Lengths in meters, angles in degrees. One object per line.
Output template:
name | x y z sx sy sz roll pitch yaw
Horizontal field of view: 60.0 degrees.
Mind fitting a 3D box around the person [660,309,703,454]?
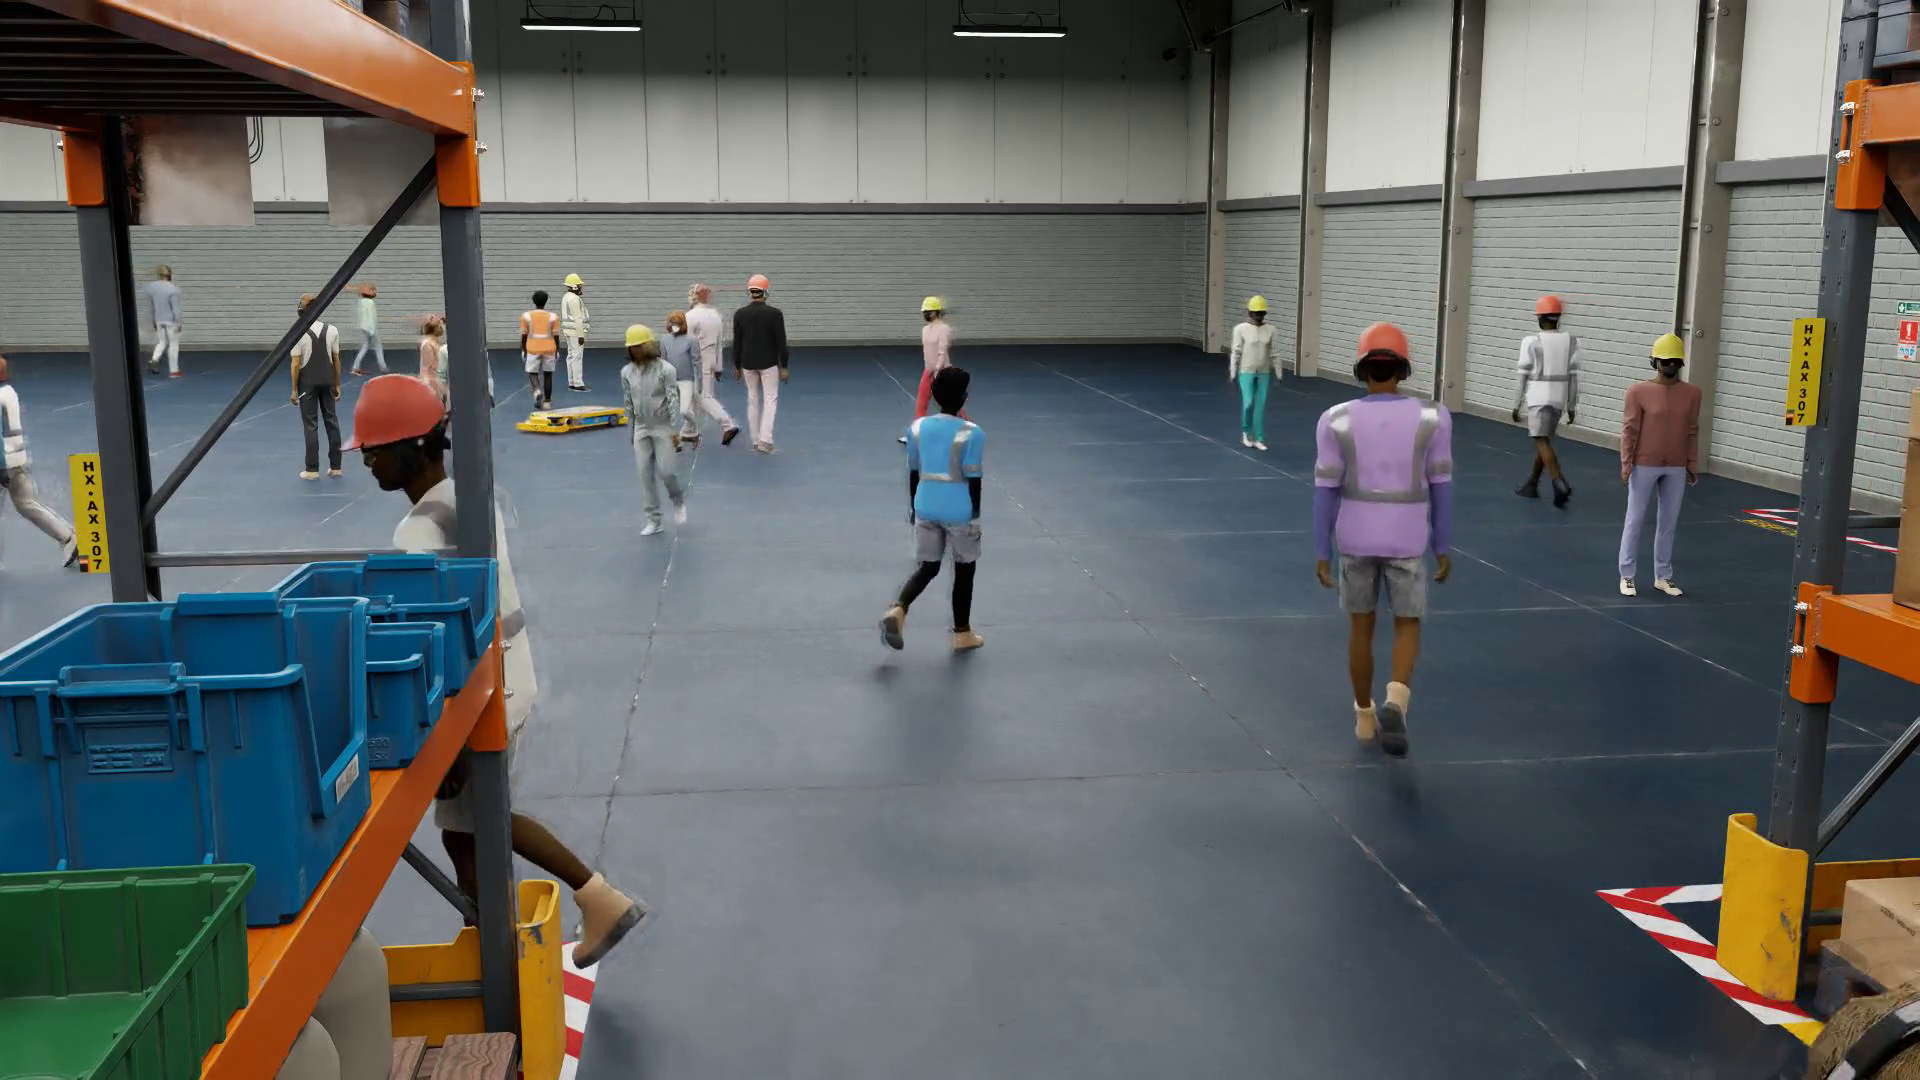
person | -3.081 -1.747 18.385 0.538 1.617 0.380 5 11 23

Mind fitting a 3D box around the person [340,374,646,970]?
person | -1.430 0.502 5.003 0.729 2.013 0.625 0 10 -2

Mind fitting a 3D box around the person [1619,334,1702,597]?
person | 4.687 -0.493 11.132 0.534 1.767 0.314 -1 10 -3

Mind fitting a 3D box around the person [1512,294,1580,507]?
person | 5.321 -1.261 15.015 0.552 1.899 0.973 -2 10 -9

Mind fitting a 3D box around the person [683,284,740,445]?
person | -2.981 -2.042 19.346 0.942 1.875 0.639 3 11 18

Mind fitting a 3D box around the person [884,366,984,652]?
person | -0.127 -0.151 9.490 0.539 1.676 0.643 8 13 36

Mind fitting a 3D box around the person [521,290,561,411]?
person | -5.759 -2.600 22.900 0.540 1.677 0.521 -3 11 -16

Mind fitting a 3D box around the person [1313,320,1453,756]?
person | 1.940 0.011 7.657 0.638 2.028 0.675 2 11 13

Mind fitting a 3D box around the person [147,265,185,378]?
person | -13.572 -3.723 28.392 0.639 1.928 0.526 3 11 15

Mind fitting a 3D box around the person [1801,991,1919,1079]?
person | 0.716 1.221 1.439 0.633 1.890 1.023 0 10 -2

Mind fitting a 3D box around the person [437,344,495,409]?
person | -5.023 -1.455 16.848 0.538 1.608 0.824 -8 13 -36

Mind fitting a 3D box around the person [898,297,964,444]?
person | -0.279 -1.948 19.245 0.933 1.719 0.538 -9 13 -39

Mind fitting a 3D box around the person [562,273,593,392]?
person | -5.972 -3.222 25.897 0.404 1.837 0.590 -6 12 -29

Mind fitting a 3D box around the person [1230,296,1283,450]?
person | 3.341 -1.870 18.724 0.622 1.744 0.417 -2 11 -11

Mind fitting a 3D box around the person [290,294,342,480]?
person | -6.402 -1.516 16.520 0.345 1.846 0.508 10 14 44

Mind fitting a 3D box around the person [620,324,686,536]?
person | -2.480 -0.888 13.421 0.503 1.714 0.516 3 11 15

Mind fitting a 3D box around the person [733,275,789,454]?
person | -2.235 -1.935 18.529 0.652 1.985 0.699 3 11 16

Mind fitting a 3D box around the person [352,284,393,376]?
person | -10.262 -3.633 28.879 0.746 1.622 0.512 -8 13 -37

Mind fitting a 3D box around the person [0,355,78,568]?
person | -6.775 -0.555 11.890 0.763 1.611 0.510 -2 10 -9

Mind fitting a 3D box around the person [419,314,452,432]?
person | -5.423 -1.573 17.503 0.851 1.588 0.522 -1 10 -4

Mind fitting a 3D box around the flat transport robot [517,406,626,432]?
flat transport robot | -4.819 -1.534 20.936 0.652 0.197 1.431 6 12 30
